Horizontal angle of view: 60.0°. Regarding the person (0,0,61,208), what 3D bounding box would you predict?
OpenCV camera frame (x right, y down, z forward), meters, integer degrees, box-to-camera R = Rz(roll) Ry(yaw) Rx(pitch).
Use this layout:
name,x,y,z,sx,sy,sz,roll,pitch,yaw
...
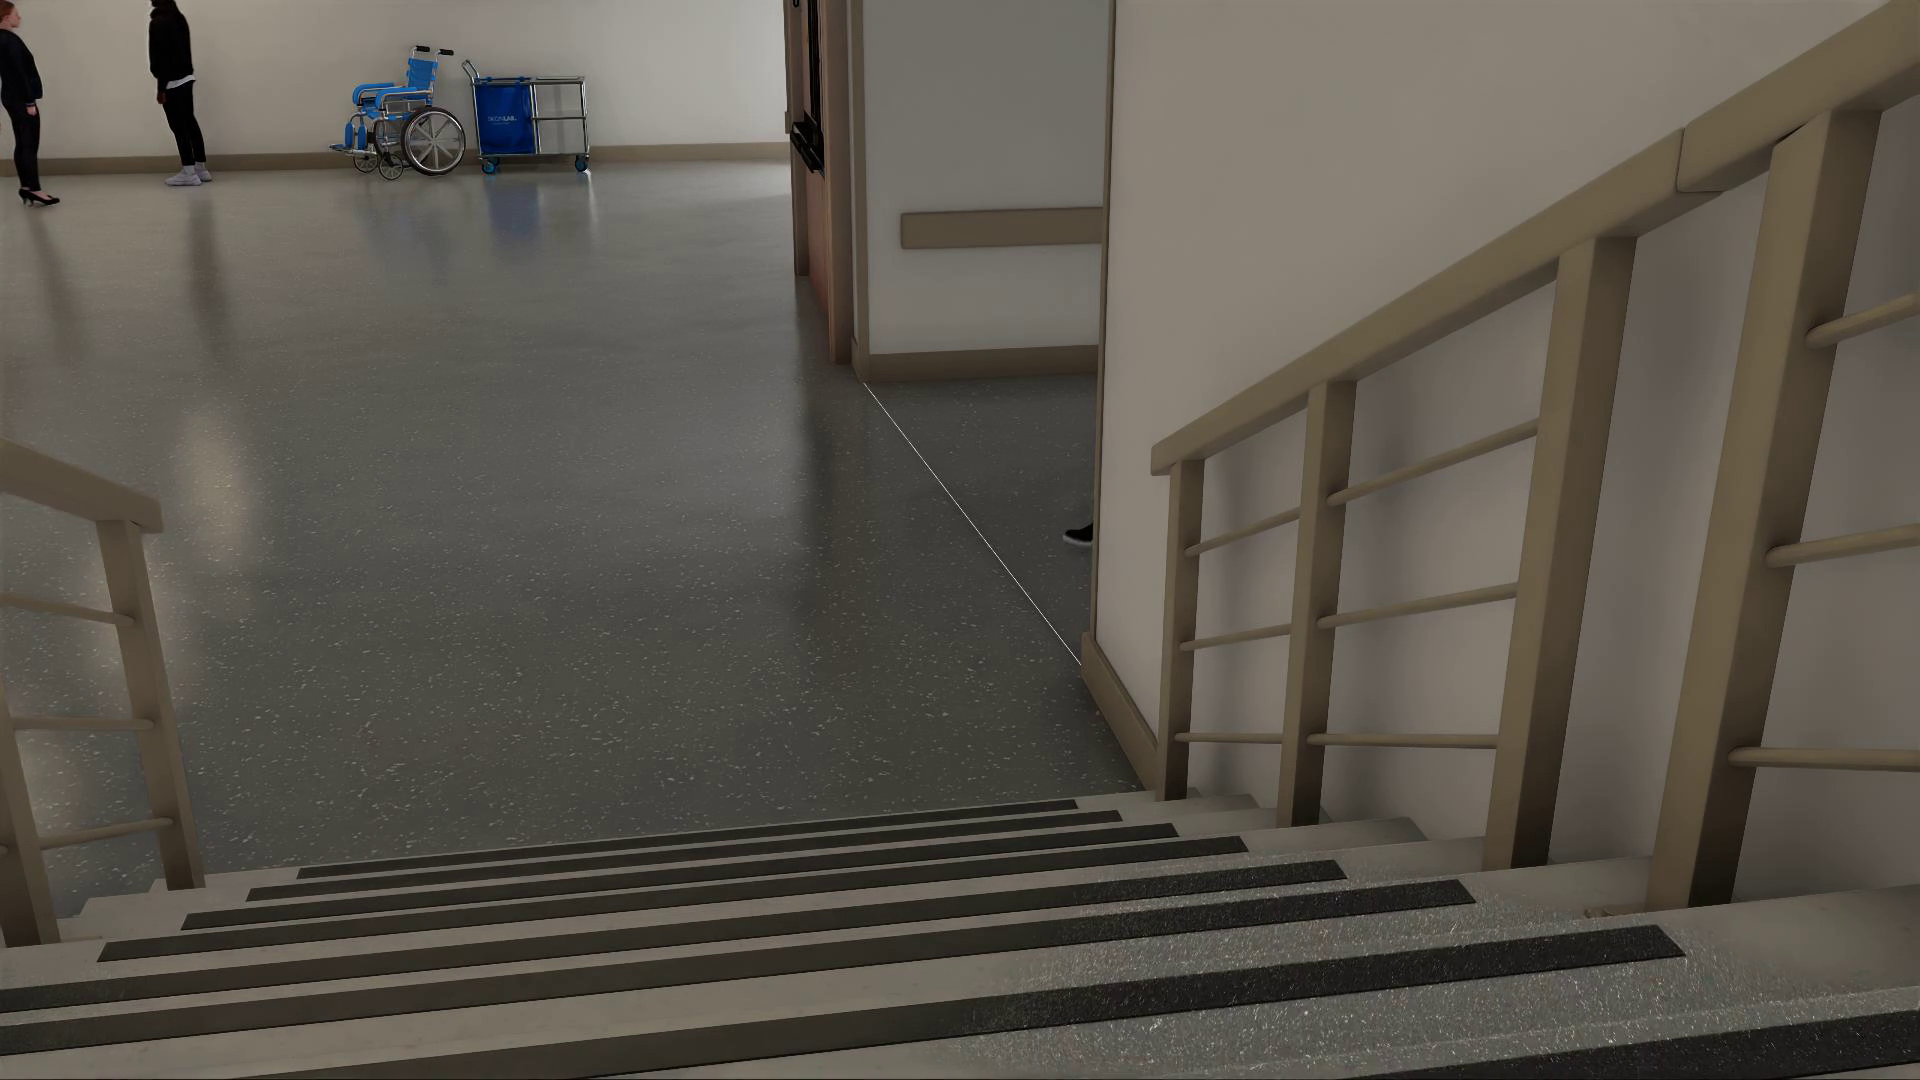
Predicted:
name,x,y,z,sx,sy,sz,roll,pitch,yaw
person,-7.956,-3.688,14.064,0.763,1.687,0.666,-19,28,-41

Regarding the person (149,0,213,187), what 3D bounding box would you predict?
name,x,y,z,sx,sy,sz,roll,pitch,yaw
person,-7.145,-4.173,15.162,0.782,1.815,0.604,1,21,3
